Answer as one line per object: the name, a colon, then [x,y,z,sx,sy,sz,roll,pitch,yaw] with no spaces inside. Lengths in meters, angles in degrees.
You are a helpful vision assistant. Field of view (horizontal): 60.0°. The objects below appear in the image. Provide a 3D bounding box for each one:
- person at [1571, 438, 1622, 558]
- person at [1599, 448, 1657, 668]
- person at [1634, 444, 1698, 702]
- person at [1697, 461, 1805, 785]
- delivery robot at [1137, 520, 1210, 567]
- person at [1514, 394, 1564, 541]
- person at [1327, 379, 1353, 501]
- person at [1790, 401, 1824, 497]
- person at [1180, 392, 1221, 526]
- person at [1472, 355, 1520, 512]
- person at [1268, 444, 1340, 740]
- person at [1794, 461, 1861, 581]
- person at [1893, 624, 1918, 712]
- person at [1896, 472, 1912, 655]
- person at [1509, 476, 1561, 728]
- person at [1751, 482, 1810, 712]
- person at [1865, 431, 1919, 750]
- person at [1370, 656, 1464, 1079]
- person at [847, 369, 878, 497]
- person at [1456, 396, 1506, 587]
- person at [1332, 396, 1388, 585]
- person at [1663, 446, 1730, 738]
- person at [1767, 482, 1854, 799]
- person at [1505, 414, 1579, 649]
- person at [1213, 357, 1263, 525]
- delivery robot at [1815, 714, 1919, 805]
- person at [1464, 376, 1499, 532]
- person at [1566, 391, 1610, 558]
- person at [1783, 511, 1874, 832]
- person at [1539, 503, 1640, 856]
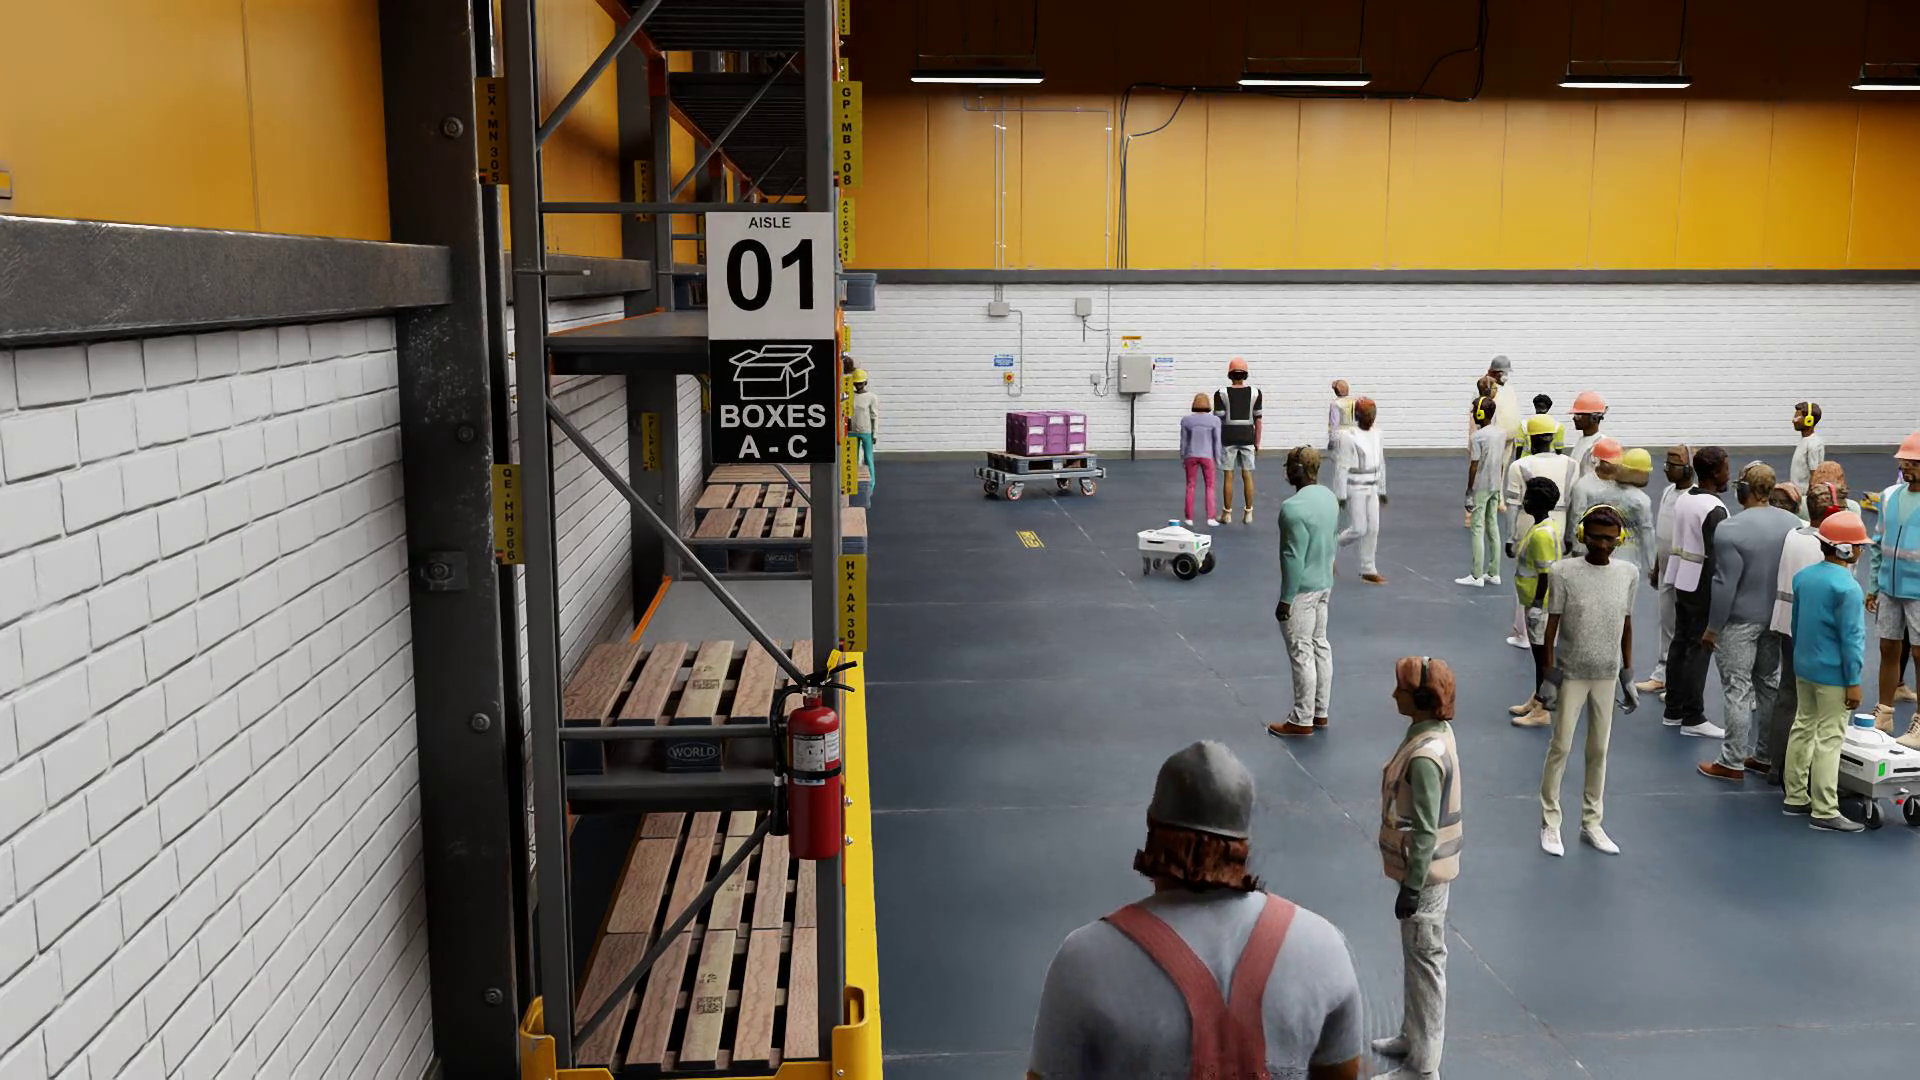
person: [5.194,0.032,13.470,0.578,1.736,0.355,-4,10,-25]
person: [5.158,0.148,12.776,0.610,1.718,0.494,-3,10,-18]
person: [5.111,0.237,11.839,0.351,1.847,0.507,-2,9,-10]
person: [4.712,0.494,9.934,0.627,1.940,0.370,-3,10,-20]
delivery robot: [2.156,0.040,16.821,0.707,0.478,0.477,5,10,31]
person: [6.569,-0.814,18.902,0.535,1.699,0.318,4,10,23]
person: [5.115,-1.340,22.394,0.307,1.636,0.525,7,12,39]
person: [7.812,-0.350,15.452,0.328,1.872,0.514,3,10,18]
person: [2.912,-0.980,20.208,0.505,1.619,0.332,3,9,17]
person: [6.853,-1.344,21.156,0.685,2.000,0.536,-6,11,-35]
person: [2.262,0.337,10.922,0.353,1.937,0.635,7,11,36]
person: [6.560,0.213,12.657,0.497,1.633,0.284,7,11,36]
person: [6.740,0.349,11.600,0.317,1.695,0.540,-1,9,-8]
person: [7.687,0.045,13.101,0.429,1.837,0.624,-5,10,-28]
person: [3.891,0.415,11.184,0.322,1.697,0.535,3,10,20]
person: [5.572,0.418,11.345,0.523,1.639,0.309,7,12,38]
person: [6.097,0.319,10.694,0.368,2.048,0.608,-4,10,-21]
person: [1.715,1.236,6.215,0.308,1.640,0.510,3,9,17]
person: [-1.368,-1.461,22.788,0.524,1.761,0.338,3,10,19]
person: [5.114,-0.471,16.250,0.516,1.860,0.325,-6,11,-34]
person: [3.910,-0.491,16.365,0.616,1.867,0.618,-7,12,-39]
person: [4.884,0.334,10.994,0.388,1.921,0.594,0,9,0]
person: [4.955,0.579,9.693,0.390,1.846,0.565,-2,9,-11]
person: [4.699,-0.064,13.514,0.591,1.918,0.396,-1,9,-3]
person: [3.365,-1.202,20.252,0.605,2.045,0.377,-1,9,-4]
delivery robot: [5.084,1.226,9.378,0.477,0.478,0.707,-2,9,-11]
person: [6.202,-1.018,19.721,0.345,1.847,0.504,-1,9,-7]
person: [5.366,-0.256,14.314,0.370,2.044,0.608,0,9,1]
person: [4.790,0.710,9.150,0.327,1.752,0.563,-1,9,-3]
person: [3.295,0.728,8.706,0.518,1.865,0.326,-1,9,-3]
